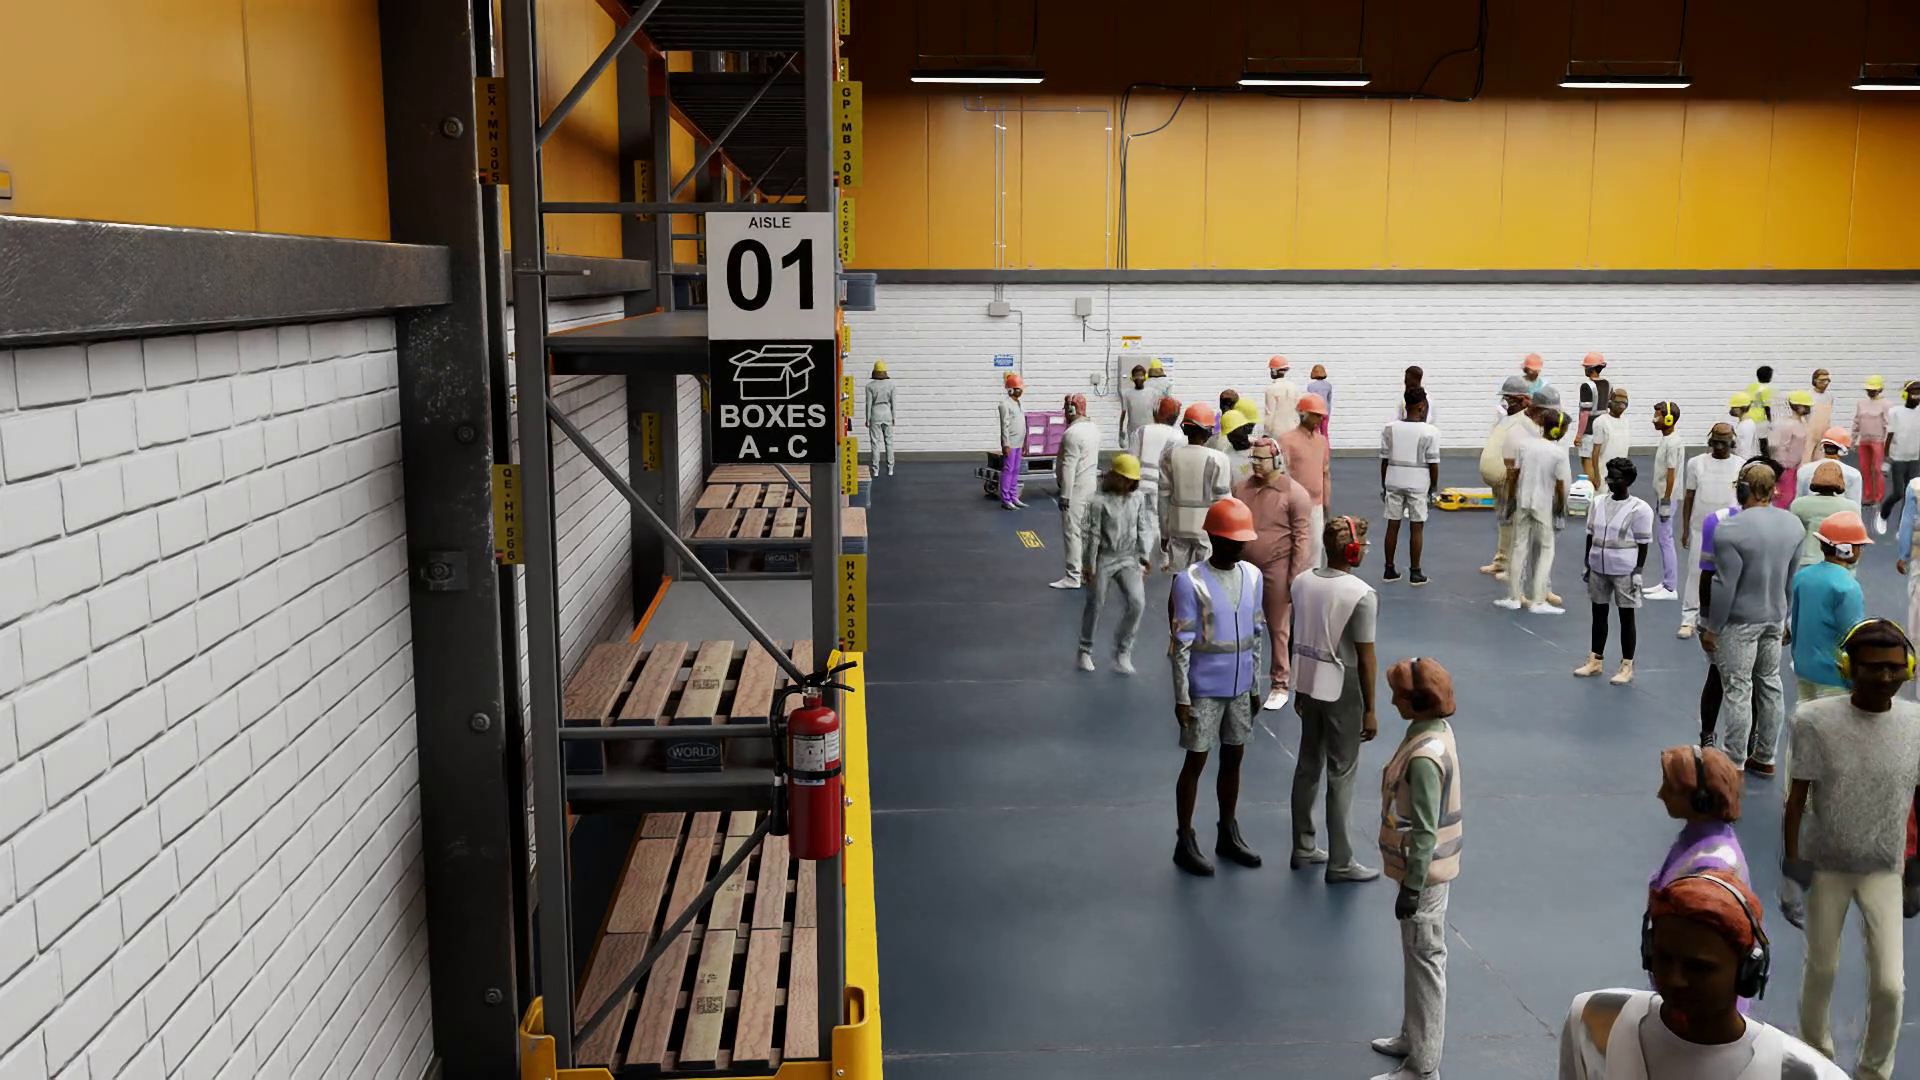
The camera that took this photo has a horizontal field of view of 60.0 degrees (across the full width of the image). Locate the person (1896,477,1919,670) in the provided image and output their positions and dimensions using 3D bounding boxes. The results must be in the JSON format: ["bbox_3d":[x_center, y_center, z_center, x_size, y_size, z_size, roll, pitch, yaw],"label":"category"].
[{"bbox_3d":[7.511,0.107,12.734,0.606,1.824,0.404,3,9,17],"label":"person"}]

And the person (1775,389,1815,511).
[{"bbox_3d":[9.363,-0.826,18.761,0.563,1.754,0.444,-9,13,-44],"label":"person"}]

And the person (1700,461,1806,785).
[{"bbox_3d":[4.711,0.494,9.934,0.627,1.941,0.372,-3,10,-19],"label":"person"}]

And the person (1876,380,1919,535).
[{"bbox_3d":[10.761,-0.903,18.978,0.586,1.852,0.476,-1,9,-6],"label":"person"}]

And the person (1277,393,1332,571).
[{"bbox_3d":[3.115,-0.346,15.067,0.639,1.986,0.550,-6,11,-33],"label":"person"}]

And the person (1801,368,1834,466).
[{"bbox_3d":[11.009,-1.291,21.435,0.516,1.843,0.327,-3,9,-16],"label":"person"}]

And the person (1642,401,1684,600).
[{"bbox_3d":[6.624,-0.372,15.624,0.314,1.861,0.510,3,10,20],"label":"person"}]

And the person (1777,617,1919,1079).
[{"bbox_3d":[3.152,1.186,5.854,0.504,1.854,0.627,3,10,20],"label":"person"}]

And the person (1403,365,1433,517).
[{"bbox_3d":[5.744,-1.235,20.904,0.401,1.910,0.583,0,9,-1],"label":"person"}]

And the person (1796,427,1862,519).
[{"bbox_3d":[7.448,-0.099,14.269,0.348,1.743,0.565,-6,11,-35],"label":"person"}]

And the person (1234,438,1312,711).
[{"bbox_3d":[2.120,0.232,11.675,0.404,1.911,0.636,-9,13,-44],"label":"person"}]

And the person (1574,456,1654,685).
[{"bbox_3d":[4.873,0.224,12.388,0.318,1.697,0.535,-6,11,-34],"label":"person"}]

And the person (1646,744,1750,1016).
[{"bbox_3d":[2.224,1.417,5.104,0.365,1.627,0.522,3,9,16],"label":"person"}]

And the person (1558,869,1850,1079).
[{"bbox_3d":[1.435,1.572,3.343,0.572,1.883,0.356,7,12,39],"label":"person"}]

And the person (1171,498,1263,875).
[{"bbox_3d":[1.327,0.739,8.434,0.546,1.928,0.385,-5,10,-29],"label":"person"}]

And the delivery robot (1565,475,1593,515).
[{"bbox_3d":[7.722,-0.561,20.596,0.477,0.478,0.707,6,11,32],"label":"delivery robot"}]

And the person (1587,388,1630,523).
[{"bbox_3d":[6.923,-0.694,17.705,0.506,1.841,0.345,-5,10,-28],"label":"person"}]

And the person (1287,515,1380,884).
[{"bbox_3d":[1.858,0.793,8.348,0.384,1.845,0.565,-5,10,-29],"label":"person"}]

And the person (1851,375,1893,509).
[{"bbox_3d":[11.868,-1.281,21.680,0.401,1.753,0.560,-4,10,-24],"label":"person"}]

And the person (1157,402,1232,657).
[{"bbox_3d":[1.864,-0.070,13.147,0.615,2.043,0.373,5,10,30],"label":"person"}]

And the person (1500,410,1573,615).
[{"bbox_3d":[5.176,-0.260,15.019,0.340,1.837,0.654,-9,12,-43],"label":"person"}]

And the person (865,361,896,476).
[{"bbox_3d":[-1.212,-1.846,25.235,0.492,1.743,0.296,-4,10,-21],"label":"person"}]

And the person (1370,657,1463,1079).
[{"bbox_3d":[1.714,1.236,6.214,0.308,1.640,0.511,3,9,17],"label":"person"}]

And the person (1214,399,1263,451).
[{"bbox_3d":[2.715,-0.415,15.887,0.694,1.874,0.645,-5,10,-29],"label":"person"}]

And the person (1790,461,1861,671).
[{"bbox_3d":[6.558,0.213,12.657,0.498,1.632,0.286,7,11,36],"label":"person"}]

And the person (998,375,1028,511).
[{"bbox_3d":[0.701,-1.267,21.570,0.325,1.752,0.559,4,10,24],"label":"person"}]

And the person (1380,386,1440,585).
[{"bbox_3d":[4.410,-0.532,16.335,0.598,1.958,0.372,6,11,34],"label":"person"}]

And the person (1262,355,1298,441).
[{"bbox_3d":[4.154,-1.414,21.736,0.610,1.996,0.378,-8,12,-41],"label":"person"}]

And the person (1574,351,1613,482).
[{"bbox_3d":[8.217,-1.431,21.705,0.611,2.041,0.387,-7,12,-39],"label":"person"}]

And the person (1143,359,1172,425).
[{"bbox_3d":[3.045,-1.940,25.826,0.486,1.745,0.293,0,9,-2],"label":"person"}]

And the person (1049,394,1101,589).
[{"bbox_3d":[1.126,-0.475,16.175,0.401,1.894,0.653,4,10,25],"label":"person"}]

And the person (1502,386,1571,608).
[{"bbox_3d":[5.338,-0.405,15.261,0.682,2.000,0.538,-5,10,-26],"label":"person"}]

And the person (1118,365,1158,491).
[{"bbox_3d":[2.370,-1.386,22.005,0.567,1.850,0.608,1,9,6],"label":"person"}]

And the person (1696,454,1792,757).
[{"bbox_3d":[4.816,0.447,10.162,0.613,1.957,0.391,-1,9,-4],"label":"person"}]

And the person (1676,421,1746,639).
[{"bbox_3d":[6.259,-0.070,13.790,0.506,1.840,0.351,5,10,29],"label":"person"}]

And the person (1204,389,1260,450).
[{"bbox_3d":[2.862,-0.689,17.712,0.618,1.836,0.431,5,10,28],"label":"person"}]

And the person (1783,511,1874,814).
[{"bbox_3d":[4.791,0.710,9.150,0.327,1.753,0.562,-1,9,-3],"label":"person"}]

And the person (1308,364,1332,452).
[{"bbox_3d":[5.661,-1.956,26.275,0.507,1.632,0.268,-6,11,-32],"label":"person"}]

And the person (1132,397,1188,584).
[{"bbox_3d":[1.976,-0.489,16.425,0.596,1.831,0.958,7,11,38],"label":"person"}]

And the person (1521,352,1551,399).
[{"bbox_3d":[7.609,-1.529,22.413,0.641,2.014,0.690,-2,9,-12],"label":"person"}]

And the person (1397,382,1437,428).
[{"bbox_3d":[6.274,-1.401,22.831,0.542,1.615,0.412,4,10,25],"label":"person"}]

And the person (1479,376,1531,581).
[{"bbox_3d":[5.462,-0.616,16.586,0.537,2.000,0.678,0,9,-2],"label":"person"}]

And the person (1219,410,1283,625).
[{"bbox_3d":[2.522,-0.182,14.419,0.695,1.878,0.472,4,10,21],"label":"person"}]

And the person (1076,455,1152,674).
[{"bbox_3d":[1.186,0.181,12.668,0.502,1.686,0.684,-4,10,-26],"label":"person"}]
